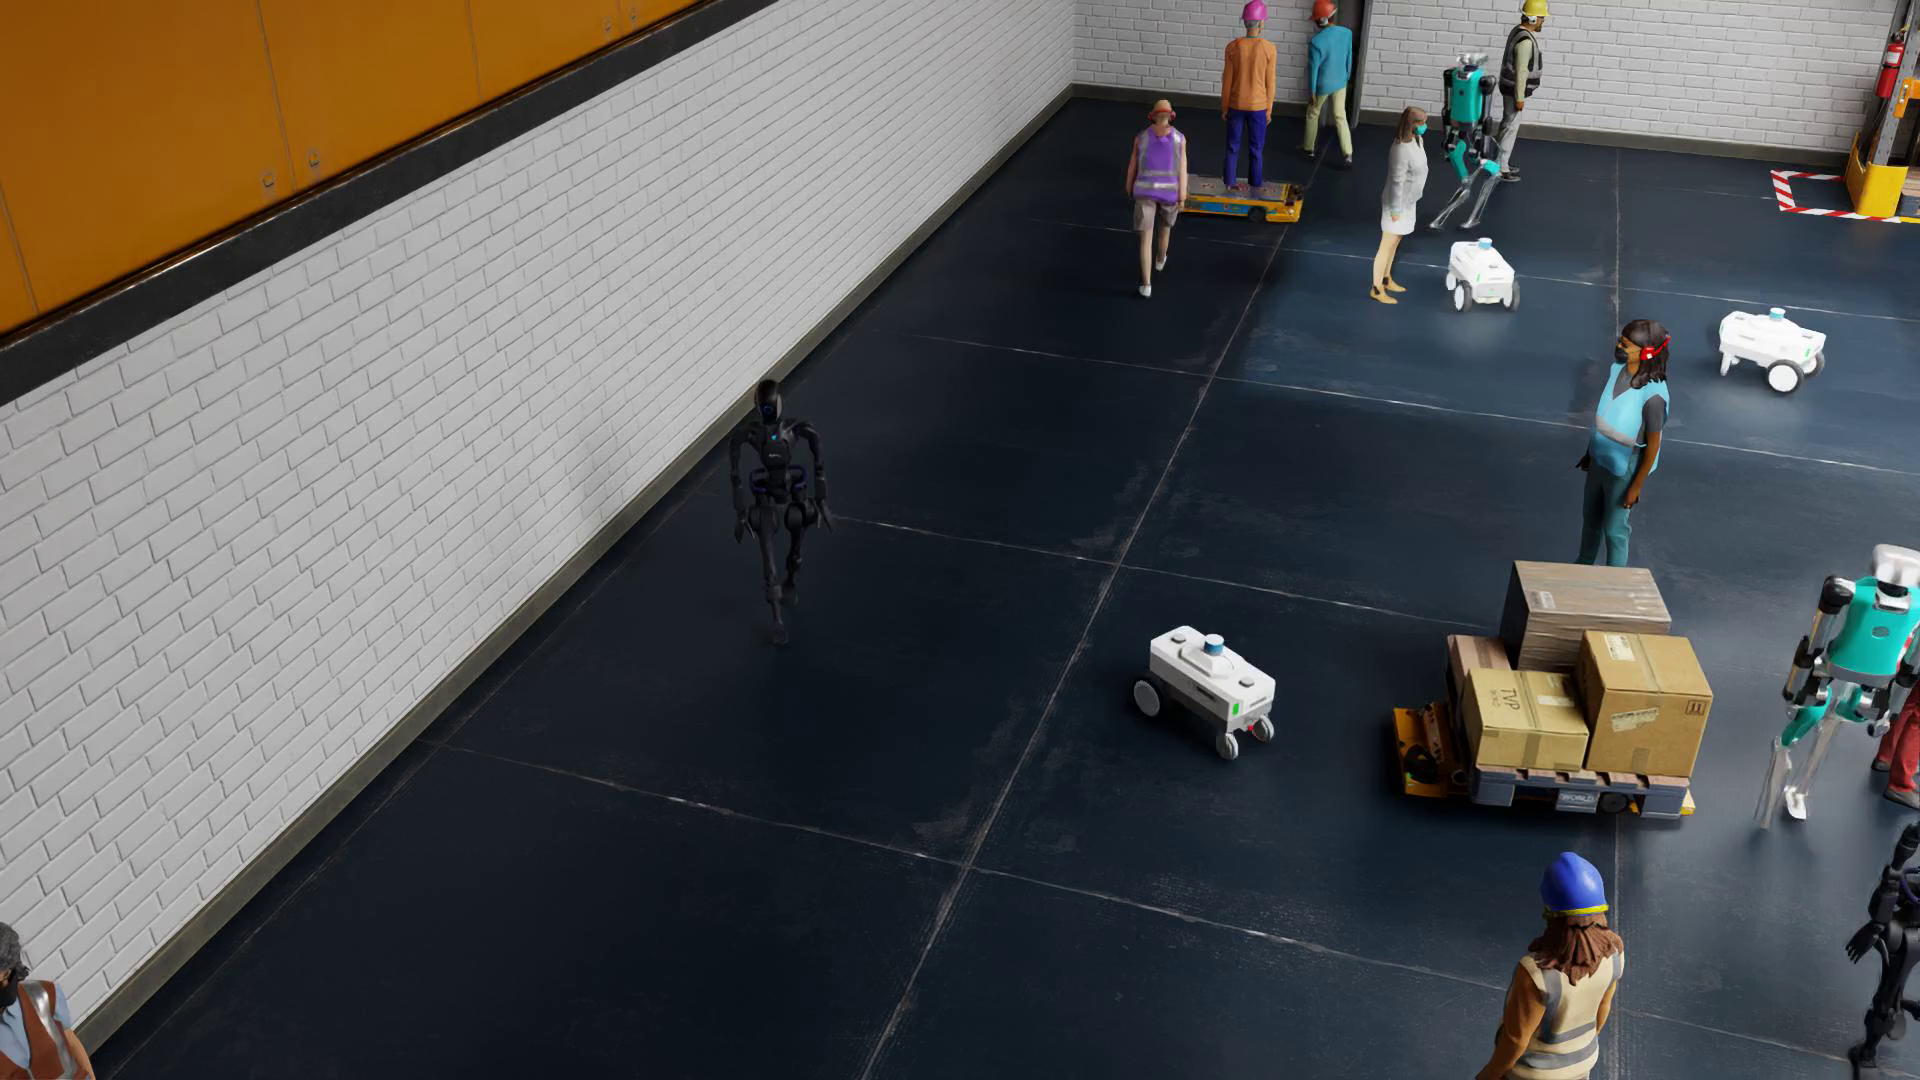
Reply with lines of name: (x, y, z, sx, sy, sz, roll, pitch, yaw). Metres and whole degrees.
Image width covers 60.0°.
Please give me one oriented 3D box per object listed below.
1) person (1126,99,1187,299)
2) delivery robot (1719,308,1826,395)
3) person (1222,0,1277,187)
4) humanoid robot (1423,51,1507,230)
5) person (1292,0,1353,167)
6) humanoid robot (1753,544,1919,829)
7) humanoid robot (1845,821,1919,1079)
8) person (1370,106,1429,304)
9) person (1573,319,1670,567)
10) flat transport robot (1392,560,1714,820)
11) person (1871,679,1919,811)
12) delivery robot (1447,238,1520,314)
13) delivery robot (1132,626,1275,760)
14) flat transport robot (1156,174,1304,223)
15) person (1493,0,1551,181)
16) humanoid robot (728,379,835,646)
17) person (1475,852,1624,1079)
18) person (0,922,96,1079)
person: (1.684, -2.982, 14.333, 0.503, 1.650, 0.886, 1, 30, 2)
delivery robot: (6.301, -1.483, 12.886, 0.786, 0.614, 0.499, 26, 39, 37)
person: (2.774, -4.187, 16.063, 0.505, 1.981, 0.391, 9, 32, 14)
humanoid robot: (4.762, -3.668, 15.406, 0.887, 1.753, 0.551, -21, 36, -31)
person: (3.857, -4.754, 17.302, 0.632, 1.691, 0.862, -13, 33, -20)
humanoid robot: (4.240, 0.708, 8.029, 0.549, 1.818, 0.805, 10, 32, 16)
humanoid robot: (3.900, 1.507, 6.662, 0.598, 1.646, 0.439, 5, 31, 8)
person: (3.745, -2.842, 14.083, 0.337, 1.657, 0.496, 15, 34, 24)
person: (3.851, -0.419, 9.761, 0.378, 1.865, 0.543, -7, 31, -11)
flat transport robot: (3.036, 1.121, 8.718, 1.431, 0.231, 0.659, 4, 31, 6)
person: (4.936, 0.527, 8.253, 0.327, 1.765, 0.524, 9, 32, 15)
delivery robot: (4.453, -2.263, 14.212, 0.499, 0.613, 0.807, -2, 31, -3)
delivery robot: (1.353, 0.777, 9.007, 0.499, 0.580, 0.766, -21, 36, -32)
flat transport robot: (2.629, -3.357, 16.336, 1.431, 0.231, 0.659, 7, 31, 13)
person: (5.669, -4.579, 16.888, 0.403, 1.824, 0.591, 6, 31, 10)
humanoid robot: (-1.023, -0.204, 9.632, 0.591, 1.618, 0.803, -5, 31, -8)
person: (2.087, 1.855, 5.986, 0.470, 1.771, 0.322, -11, 32, -18)
person: (-3.214, 2.014, 5.792, 0.317, 1.690, 0.453, 22, 37, 33)
